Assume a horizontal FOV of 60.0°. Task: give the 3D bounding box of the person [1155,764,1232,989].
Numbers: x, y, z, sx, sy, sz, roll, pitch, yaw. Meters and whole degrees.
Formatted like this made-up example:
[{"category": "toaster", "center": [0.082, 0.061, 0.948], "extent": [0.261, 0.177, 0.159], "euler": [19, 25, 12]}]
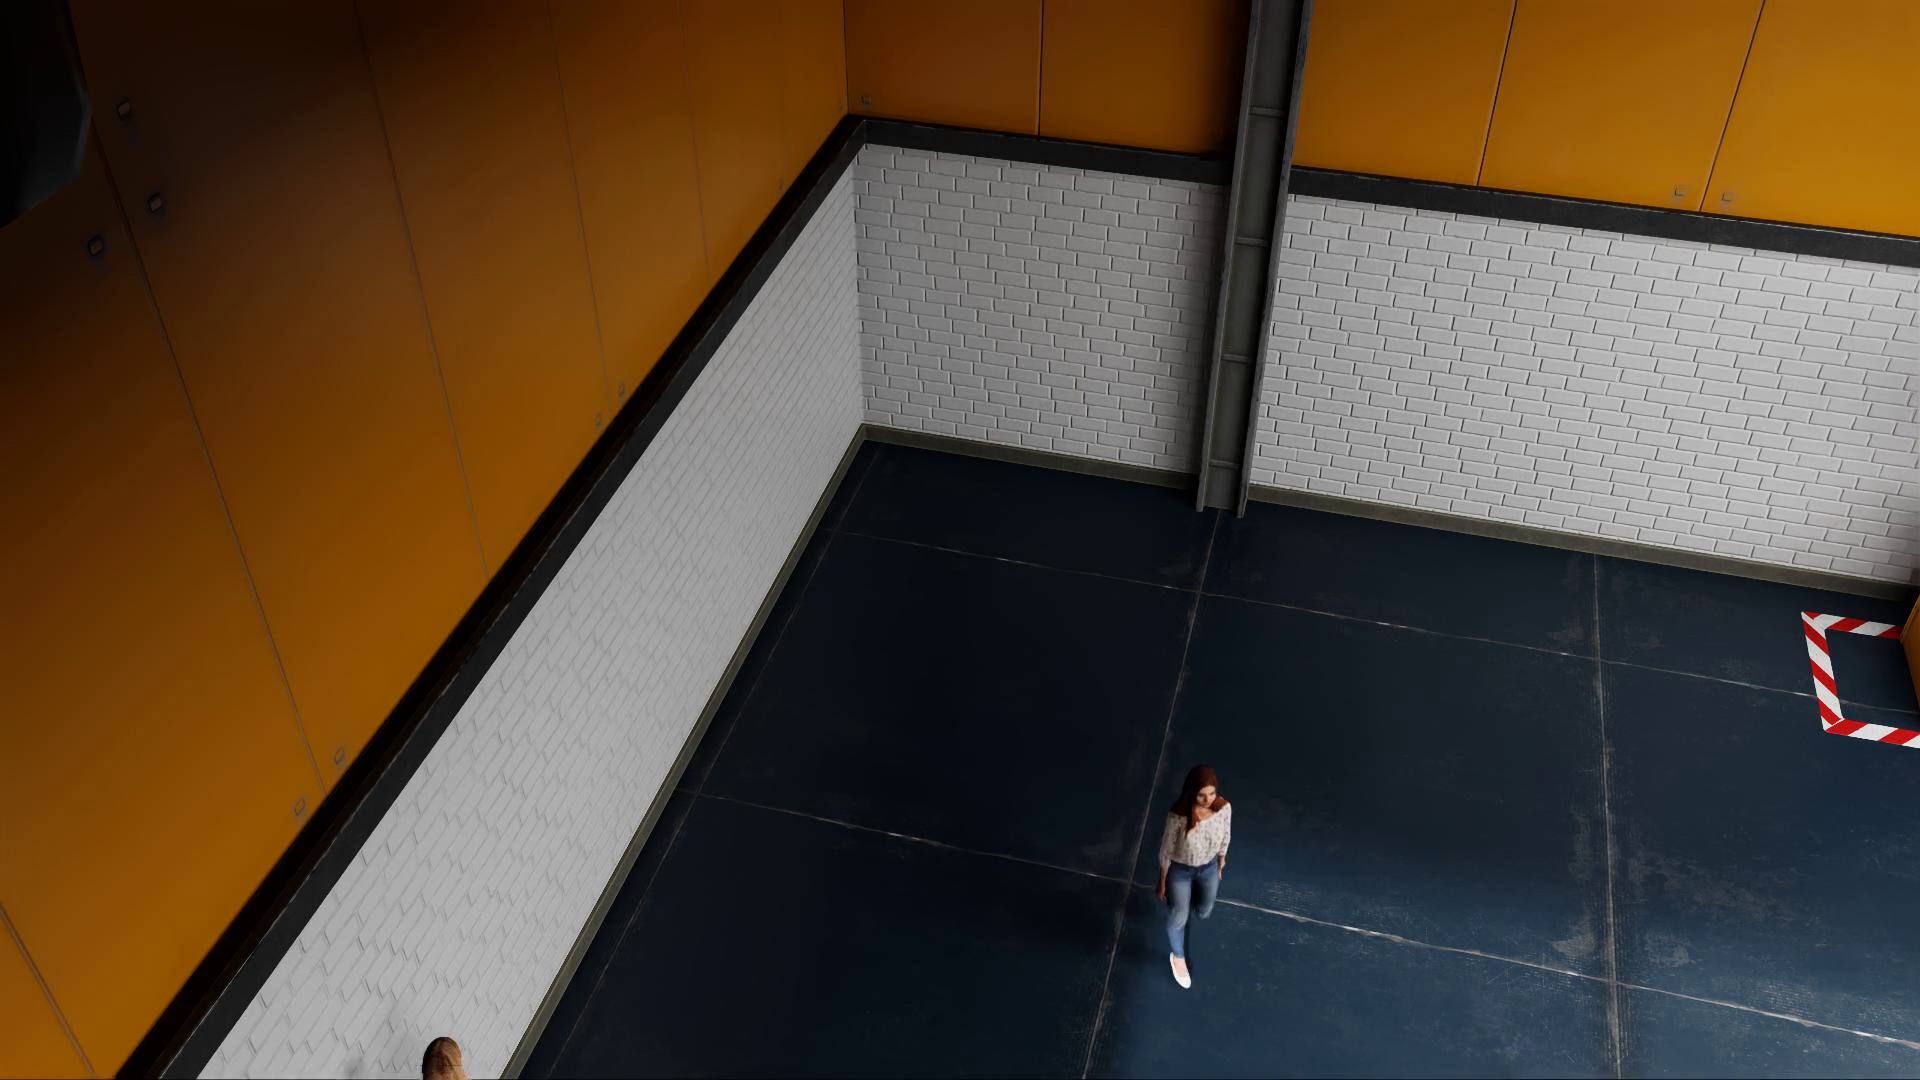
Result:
[{"category": "person", "center": [1.330, 1.879, 9.810], "extent": [0.914, 1.714, 0.873], "euler": [-6, 39, -8]}]
